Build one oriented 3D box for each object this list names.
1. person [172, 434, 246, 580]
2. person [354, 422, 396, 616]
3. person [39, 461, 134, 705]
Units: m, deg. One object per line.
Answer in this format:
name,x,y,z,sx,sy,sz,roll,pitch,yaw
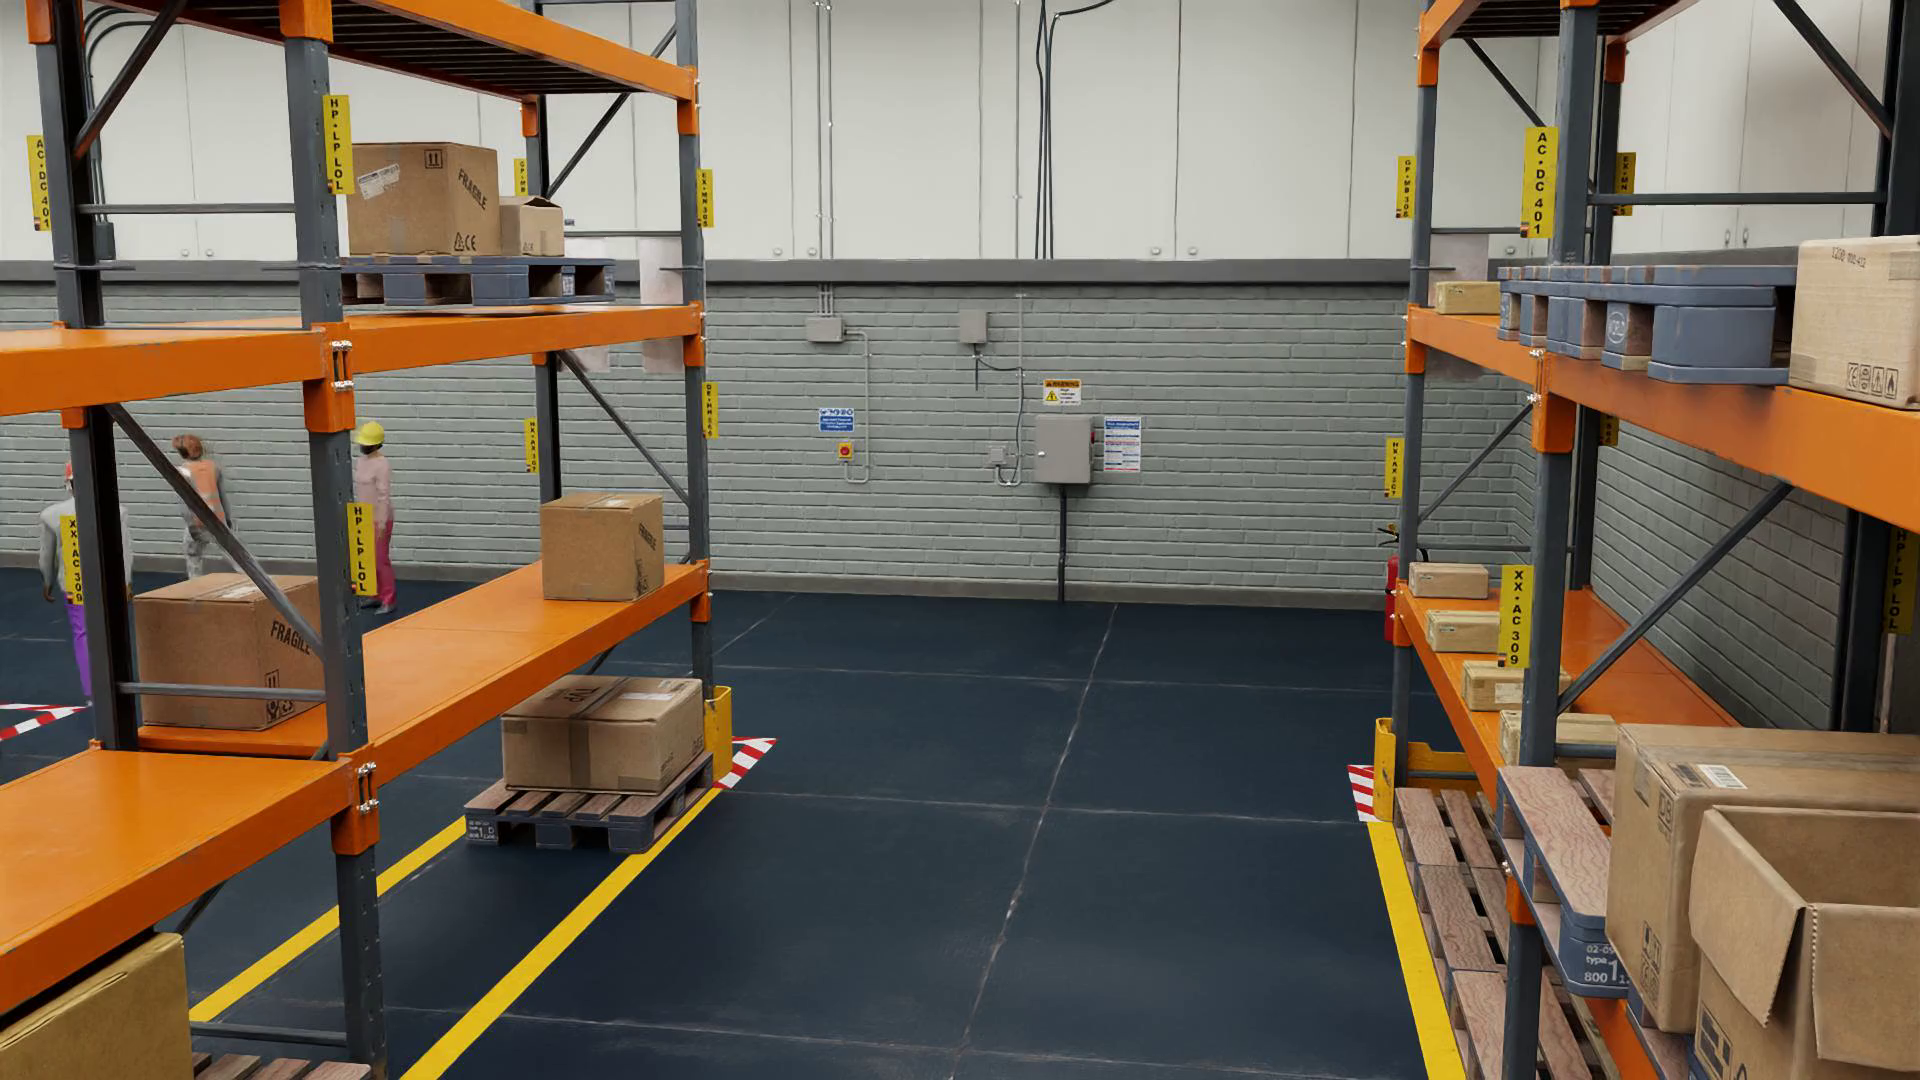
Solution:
person,-6.646,-0.153,14.810,0.815,1.597,0.533,5,10,27
person,-5.151,-0.186,14.615,0.358,1.730,0.600,-9,13,-43
person,-6.218,0.269,11.843,0.577,1.712,0.844,-6,11,-33
